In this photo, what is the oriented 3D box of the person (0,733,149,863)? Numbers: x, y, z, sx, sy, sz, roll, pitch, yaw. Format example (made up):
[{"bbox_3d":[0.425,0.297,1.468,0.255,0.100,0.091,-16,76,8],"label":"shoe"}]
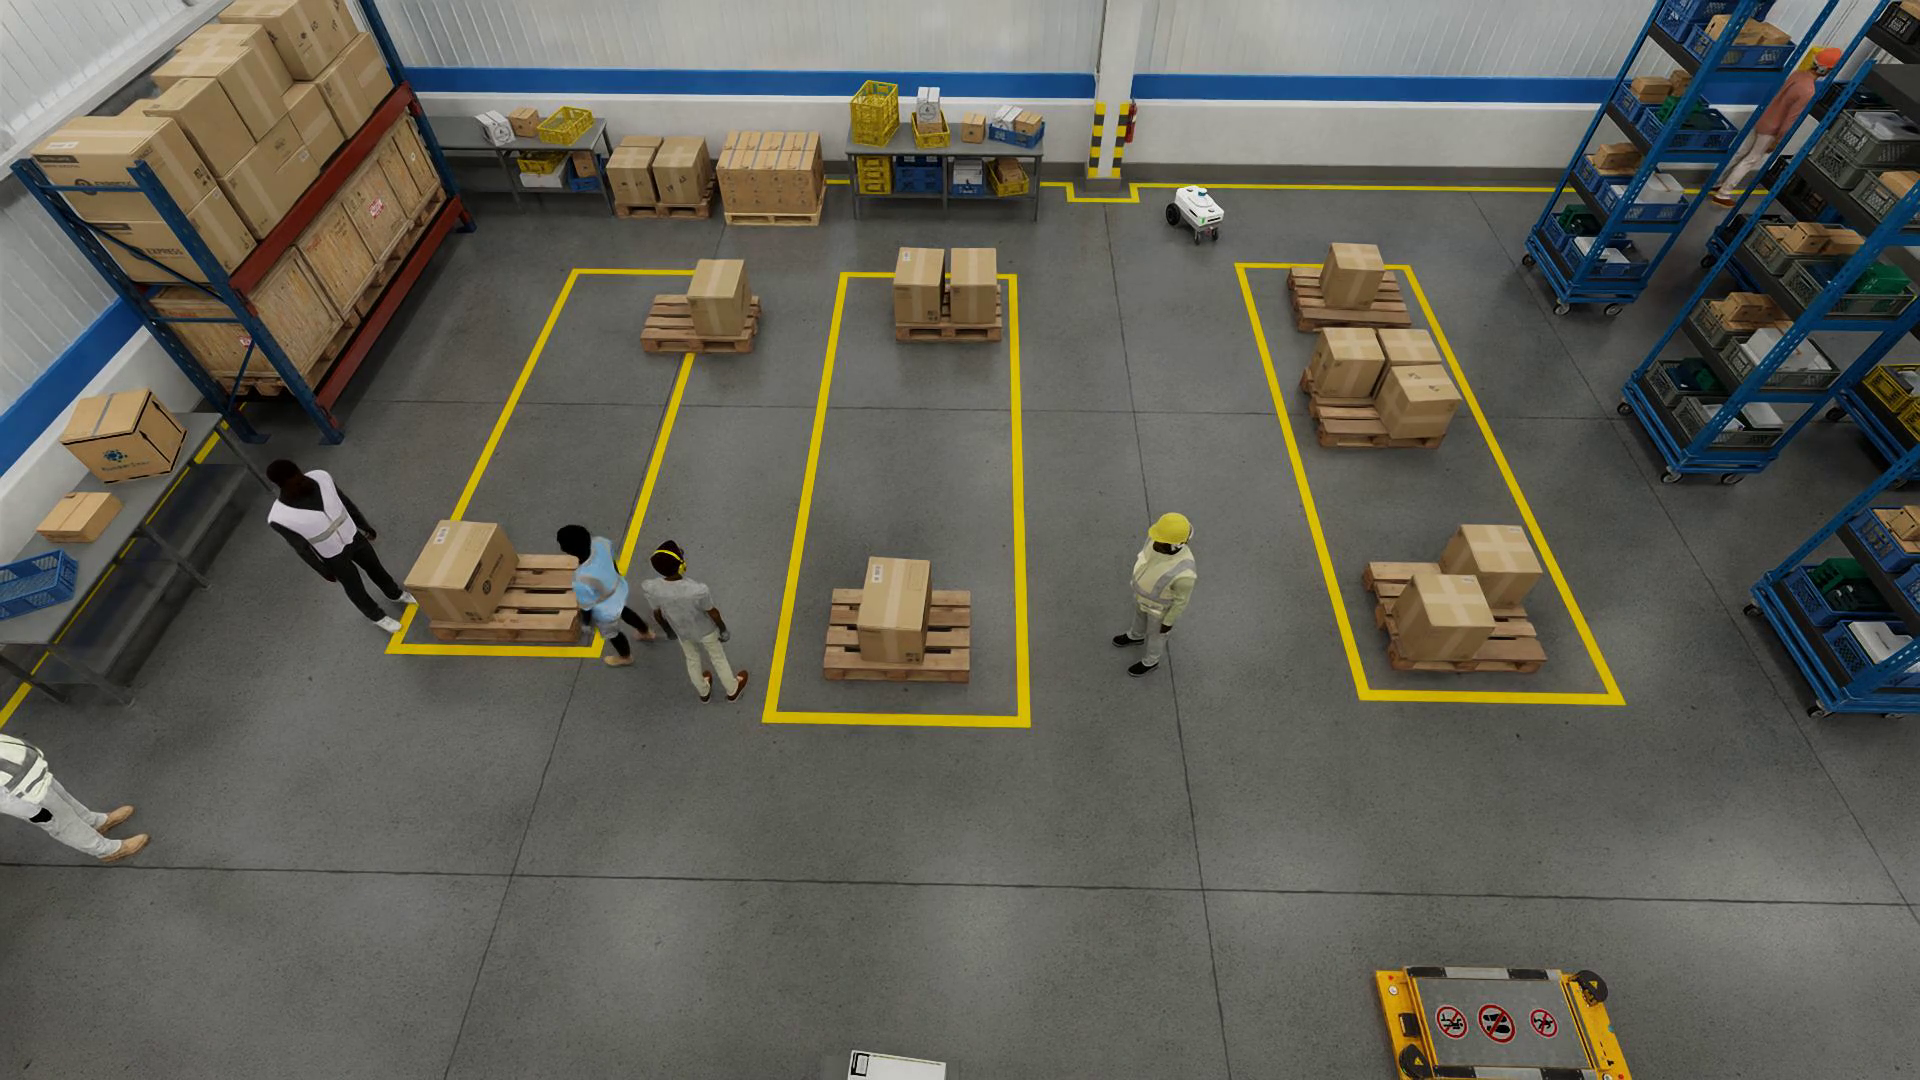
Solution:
[{"bbox_3d":[-6.277,1.634,6.131,0.635,1.840,0.429,37,60,26],"label":"person"}]

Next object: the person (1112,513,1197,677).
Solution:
[{"bbox_3d":[1.515,0.417,7.127,0.404,1.831,0.600,-13,52,-11],"label":"person"}]

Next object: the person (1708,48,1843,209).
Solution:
[{"bbox_3d":[10.334,-5.215,11.631,0.444,1.980,0.629,10,52,8],"label":"person"}]

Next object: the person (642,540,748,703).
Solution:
[{"bbox_3d":[-2.002,0.651,6.913,0.514,1.873,0.329,1,51,1],"label":"person"}]

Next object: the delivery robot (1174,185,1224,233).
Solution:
[{"bbox_3d":[3.047,-4.236,11.681,0.477,0.478,0.707,-17,53,-14],"label":"delivery robot"}]

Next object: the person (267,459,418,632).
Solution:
[{"bbox_3d":[-5.014,0.033,7.394,0.385,1.910,0.586,11,52,9],"label":"person"}]

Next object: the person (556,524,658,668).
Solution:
[{"bbox_3d":[-2.799,0.472,7.170,0.389,1.688,0.555,2,51,2],"label":"person"}]

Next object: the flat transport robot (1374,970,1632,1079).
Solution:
[{"bbox_3d":[3.501,3.133,5.914,1.431,0.197,0.652,1,51,1],"label":"flat transport robot"}]
